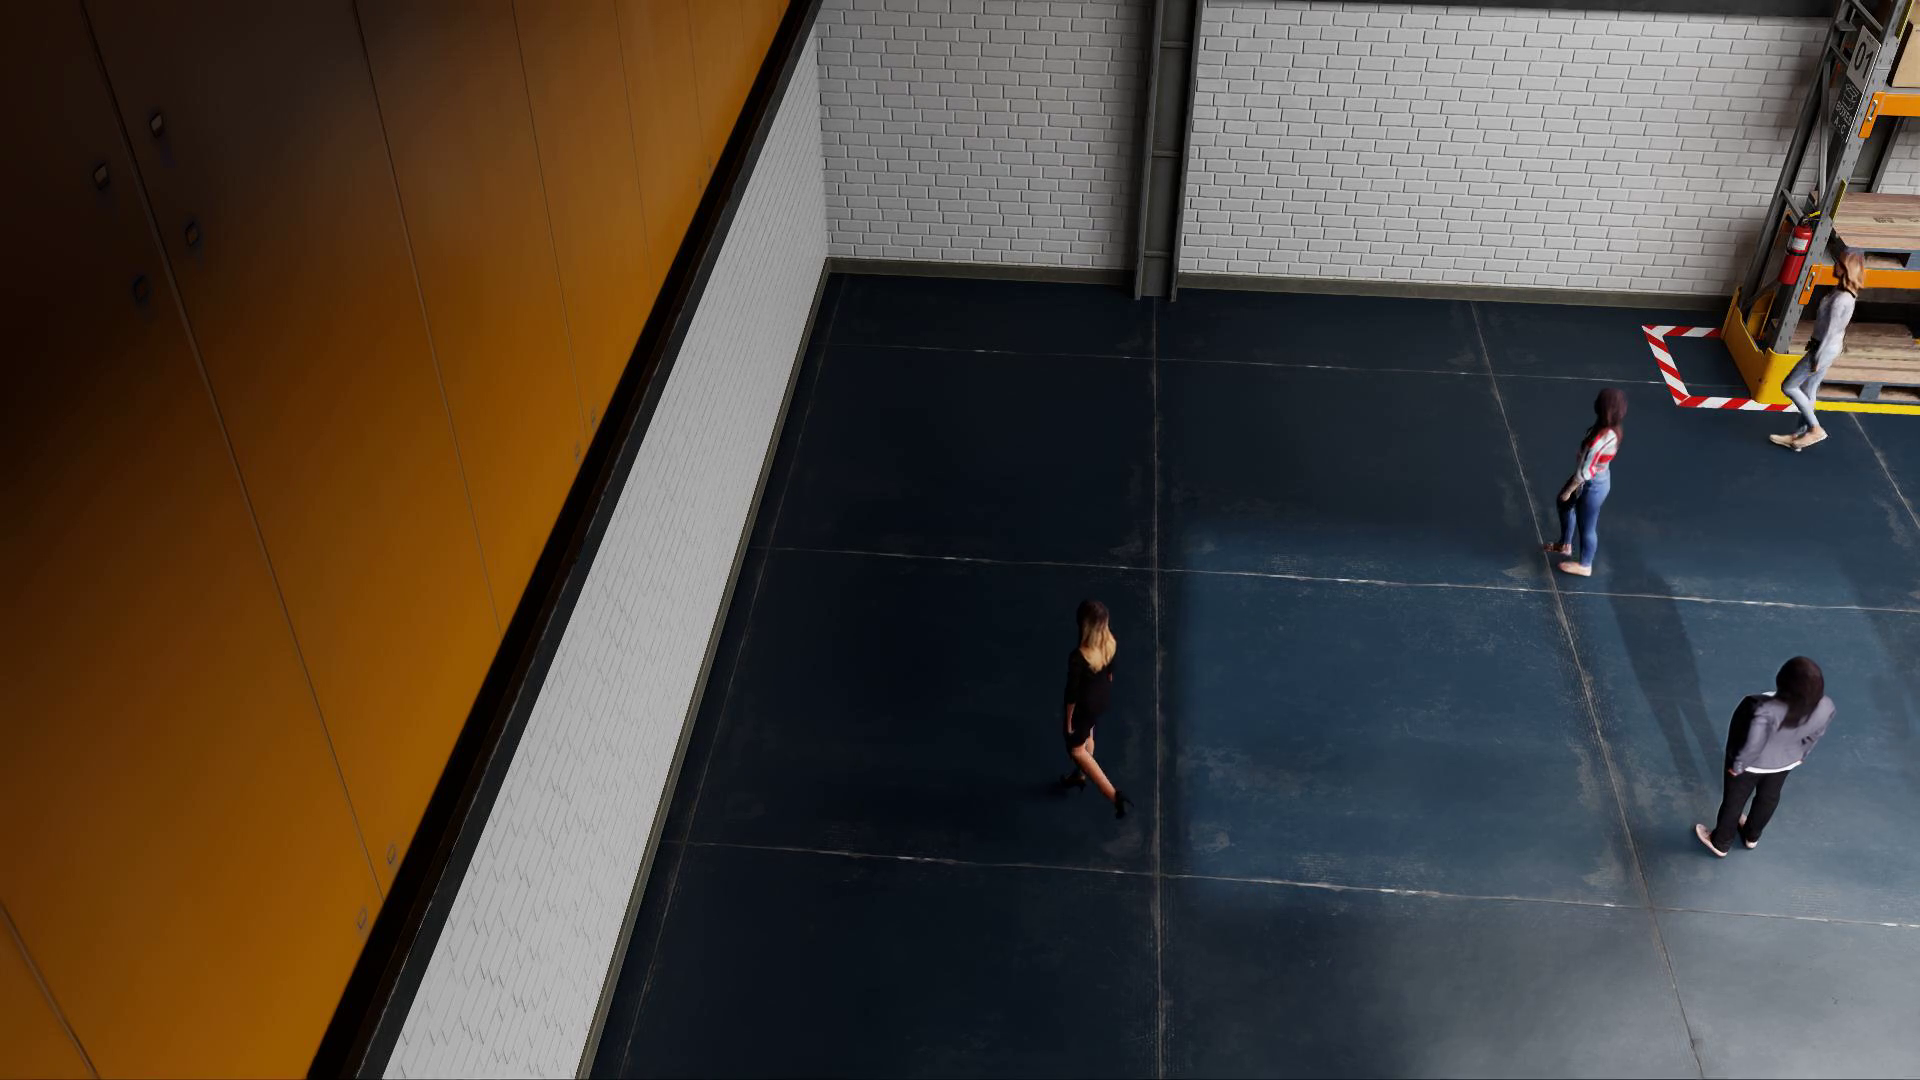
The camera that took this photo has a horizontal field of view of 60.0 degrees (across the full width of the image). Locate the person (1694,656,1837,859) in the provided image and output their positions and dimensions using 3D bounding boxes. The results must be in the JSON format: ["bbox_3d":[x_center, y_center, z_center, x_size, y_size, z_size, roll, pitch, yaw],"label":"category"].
[{"bbox_3d":[4.884,1.302,10.079,0.697,1.600,0.807,-7,39,-9],"label":"person"}]

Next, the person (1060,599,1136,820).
[{"bbox_3d":[0.849,1.077,10.310,0.967,1.664,0.872,32,48,33],"label":"person"}]

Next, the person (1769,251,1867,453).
[{"bbox_3d":[7.043,-1.477,13.417,0.833,1.778,0.771,24,45,27],"label":"person"}]

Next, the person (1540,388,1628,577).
[{"bbox_3d":[4.717,-0.386,12.194,0.730,1.599,0.697,14,41,17],"label":"person"}]
